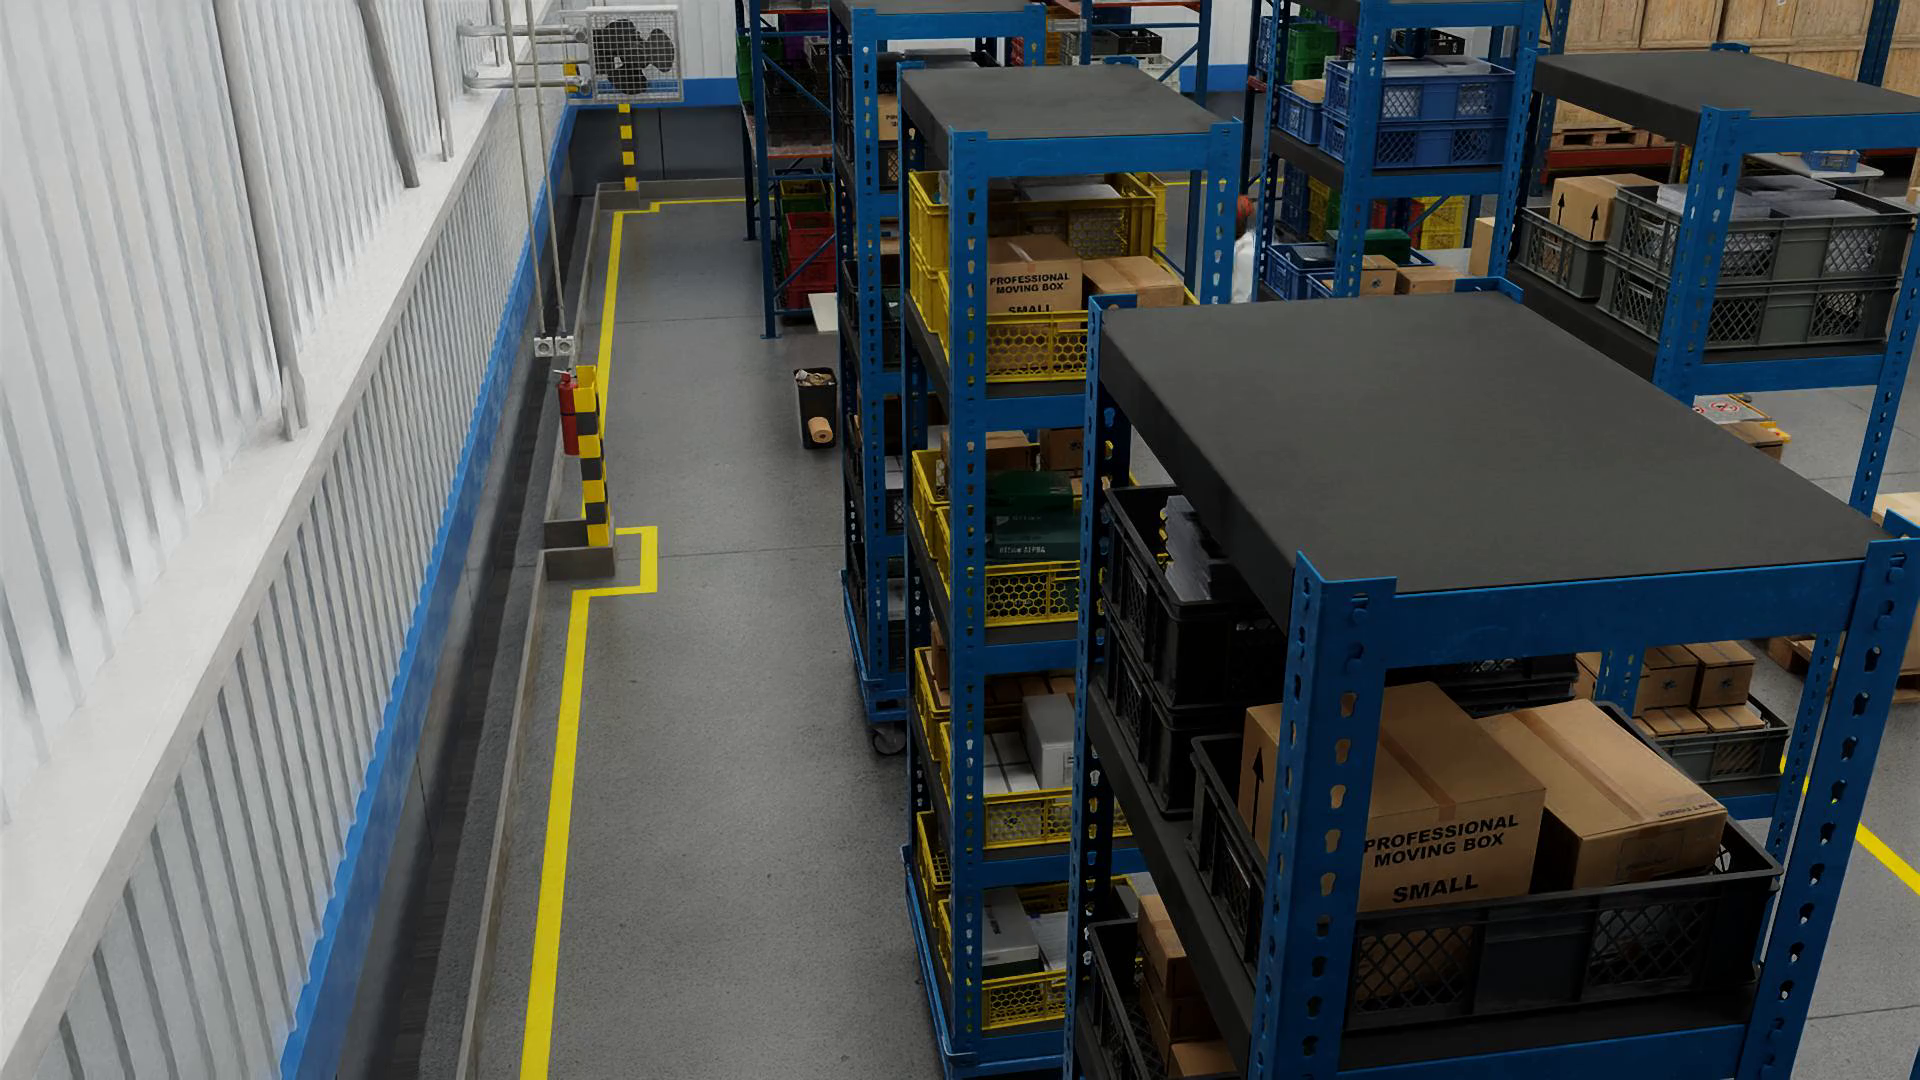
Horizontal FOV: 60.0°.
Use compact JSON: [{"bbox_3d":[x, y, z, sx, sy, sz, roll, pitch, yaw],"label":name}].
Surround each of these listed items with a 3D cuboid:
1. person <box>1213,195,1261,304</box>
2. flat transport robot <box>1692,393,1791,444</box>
[{"bbox_3d":[1.894,-1.533,11.747,0.795,1.839,0.603,-4,25,-8],"label":"person"},{"bbox_3d":[5.224,-0.859,12.132,1.431,0.197,0.652,-4,25,-8],"label":"flat transport robot"}]
